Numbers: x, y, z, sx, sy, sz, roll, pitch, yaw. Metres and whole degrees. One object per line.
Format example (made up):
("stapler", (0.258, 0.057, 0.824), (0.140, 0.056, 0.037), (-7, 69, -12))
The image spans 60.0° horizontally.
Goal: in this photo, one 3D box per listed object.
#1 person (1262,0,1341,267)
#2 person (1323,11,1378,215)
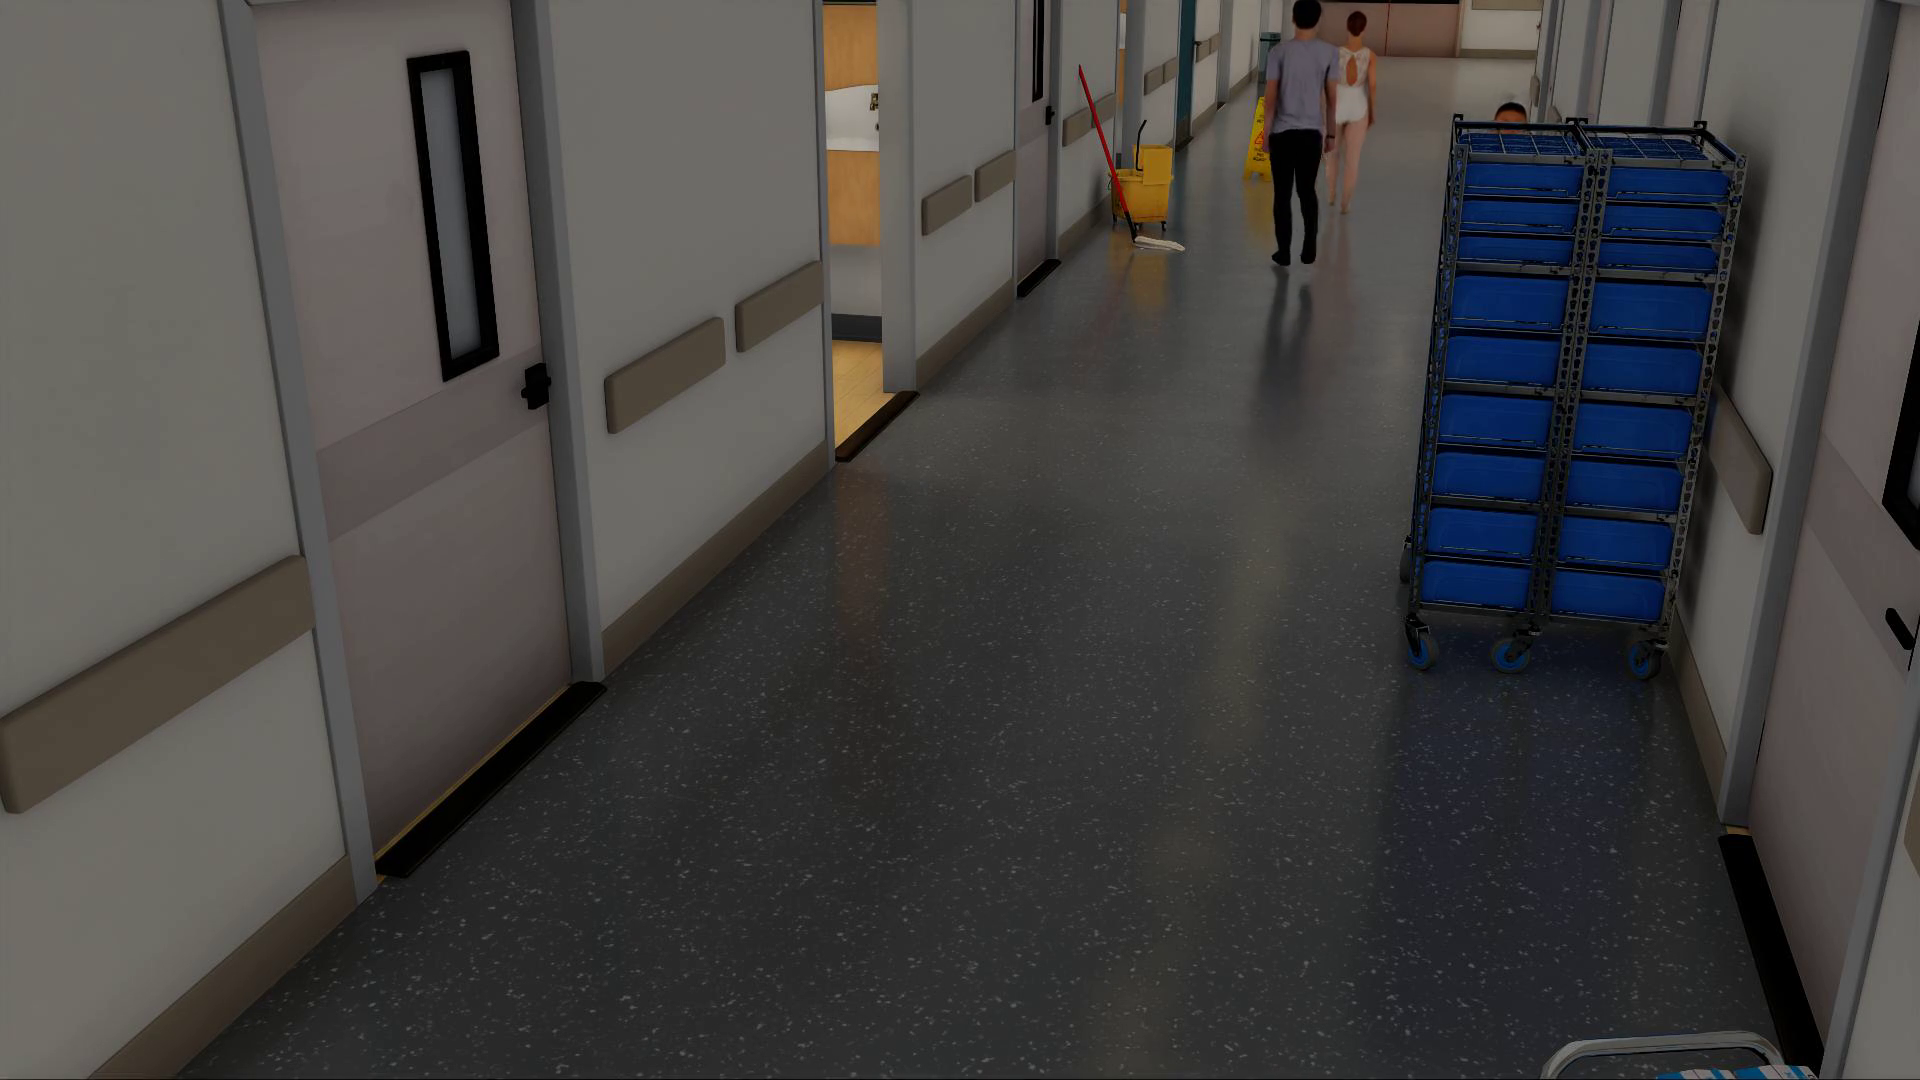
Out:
("person", (2.357, -2.798, 11.596), (0.809, 1.847, 0.988), (0, 21, 0))
("person", (3.224, -3.527, 13.829), (0.562, 1.628, 0.684), (6, 21, 14))
